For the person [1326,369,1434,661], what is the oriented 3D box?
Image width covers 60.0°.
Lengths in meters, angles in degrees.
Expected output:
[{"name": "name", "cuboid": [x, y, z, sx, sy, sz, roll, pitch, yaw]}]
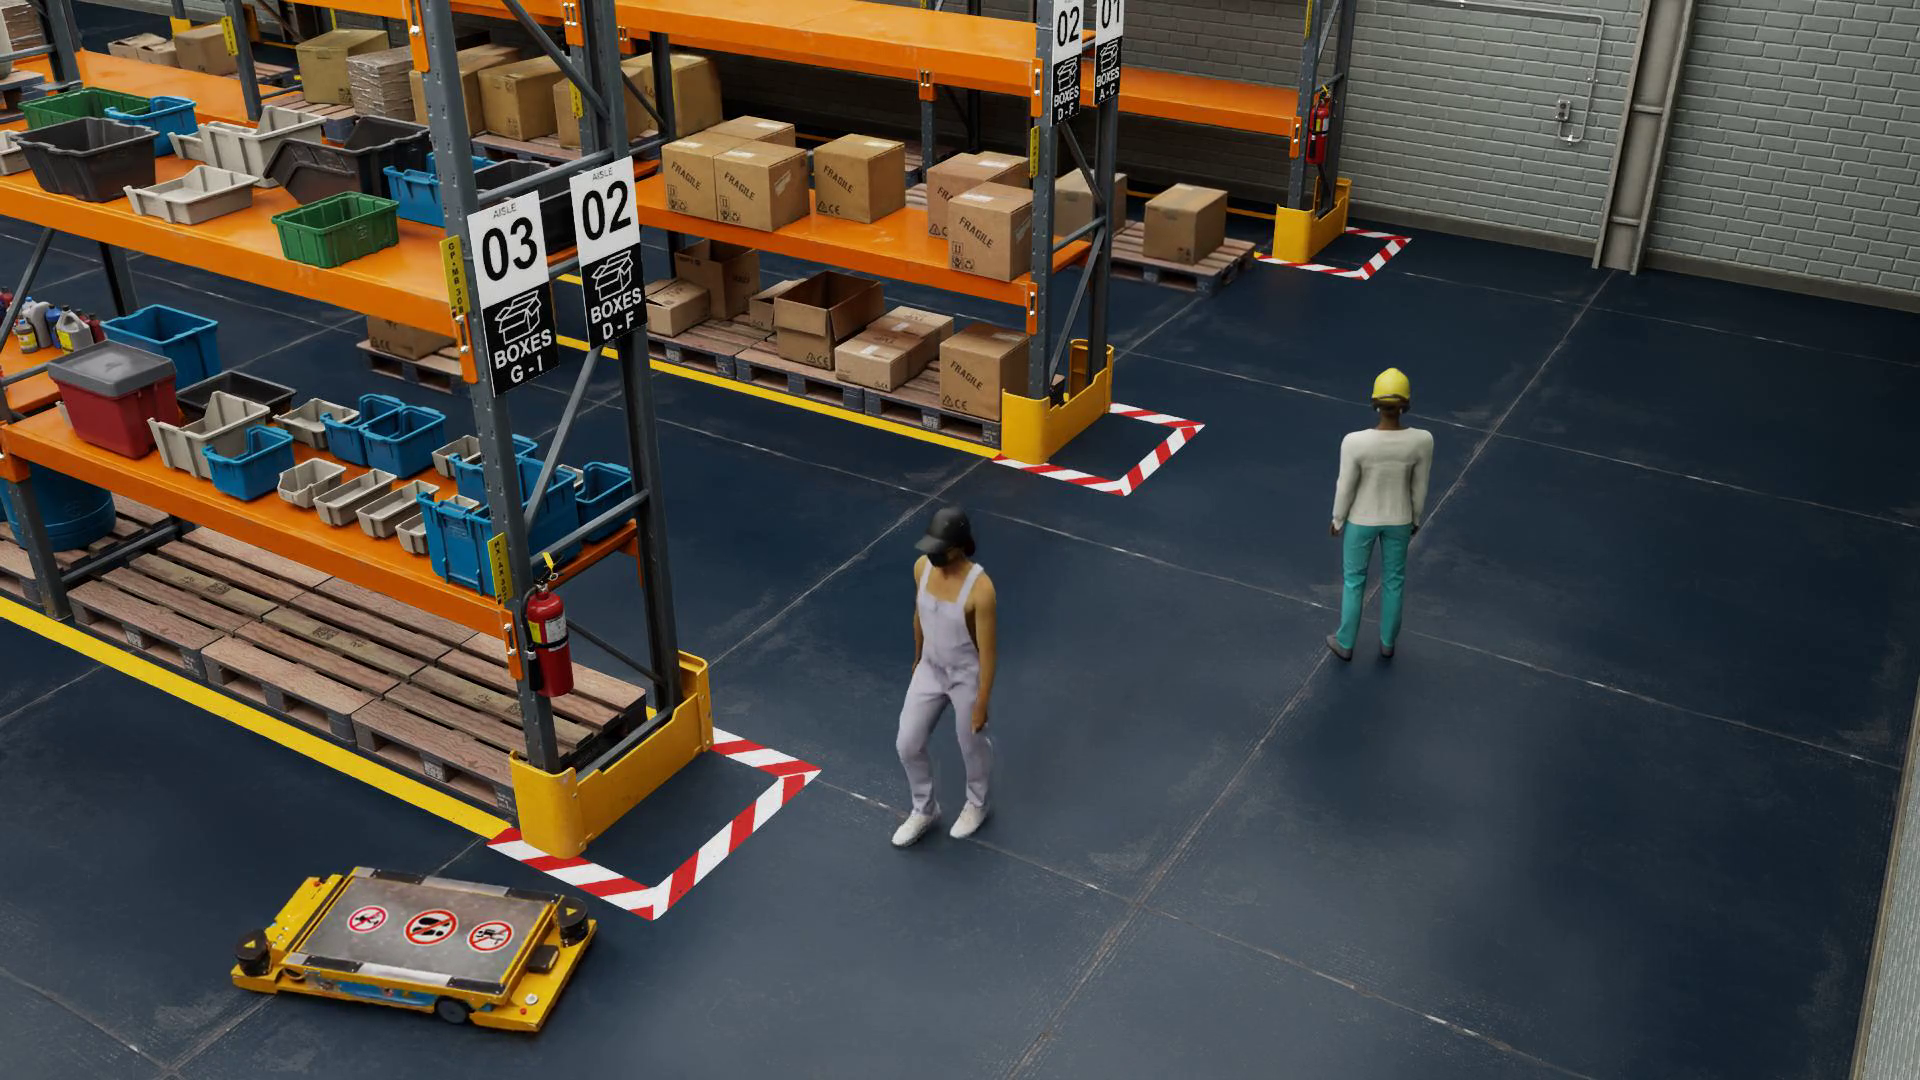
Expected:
[{"name": "person", "cuboid": [2.336, -0.123, 9.325, 0.524, 1.759, 0.325, -1, 29, -2]}]

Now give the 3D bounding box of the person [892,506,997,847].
[{"name": "person", "cuboid": [-0.085, 0.672, 7.816, 0.554, 1.838, 0.689, 20, 35, 32]}]

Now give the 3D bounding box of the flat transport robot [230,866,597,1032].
[{"name": "flat transport robot", "cuboid": [-2.420, 1.800, 7.403, 1.431, 0.231, 0.659, 6, 30, 10]}]

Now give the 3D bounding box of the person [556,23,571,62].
[{"name": "person", "cuboid": [-3.974, -4.501, 17.251, 0.531, 1.690, 0.322, 11, 31, 18]}]

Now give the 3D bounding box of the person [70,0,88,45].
[{"name": "person", "cuboid": [-12.207, -7.572, 22.652, 0.587, 1.788, 0.950, 0, 29, 1]}]

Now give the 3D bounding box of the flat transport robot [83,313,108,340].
[{"name": "flat transport robot", "cuboid": [-6.973, -1.490, 13.307, 1.431, 0.231, 0.659, 19, 34, 30]}]
